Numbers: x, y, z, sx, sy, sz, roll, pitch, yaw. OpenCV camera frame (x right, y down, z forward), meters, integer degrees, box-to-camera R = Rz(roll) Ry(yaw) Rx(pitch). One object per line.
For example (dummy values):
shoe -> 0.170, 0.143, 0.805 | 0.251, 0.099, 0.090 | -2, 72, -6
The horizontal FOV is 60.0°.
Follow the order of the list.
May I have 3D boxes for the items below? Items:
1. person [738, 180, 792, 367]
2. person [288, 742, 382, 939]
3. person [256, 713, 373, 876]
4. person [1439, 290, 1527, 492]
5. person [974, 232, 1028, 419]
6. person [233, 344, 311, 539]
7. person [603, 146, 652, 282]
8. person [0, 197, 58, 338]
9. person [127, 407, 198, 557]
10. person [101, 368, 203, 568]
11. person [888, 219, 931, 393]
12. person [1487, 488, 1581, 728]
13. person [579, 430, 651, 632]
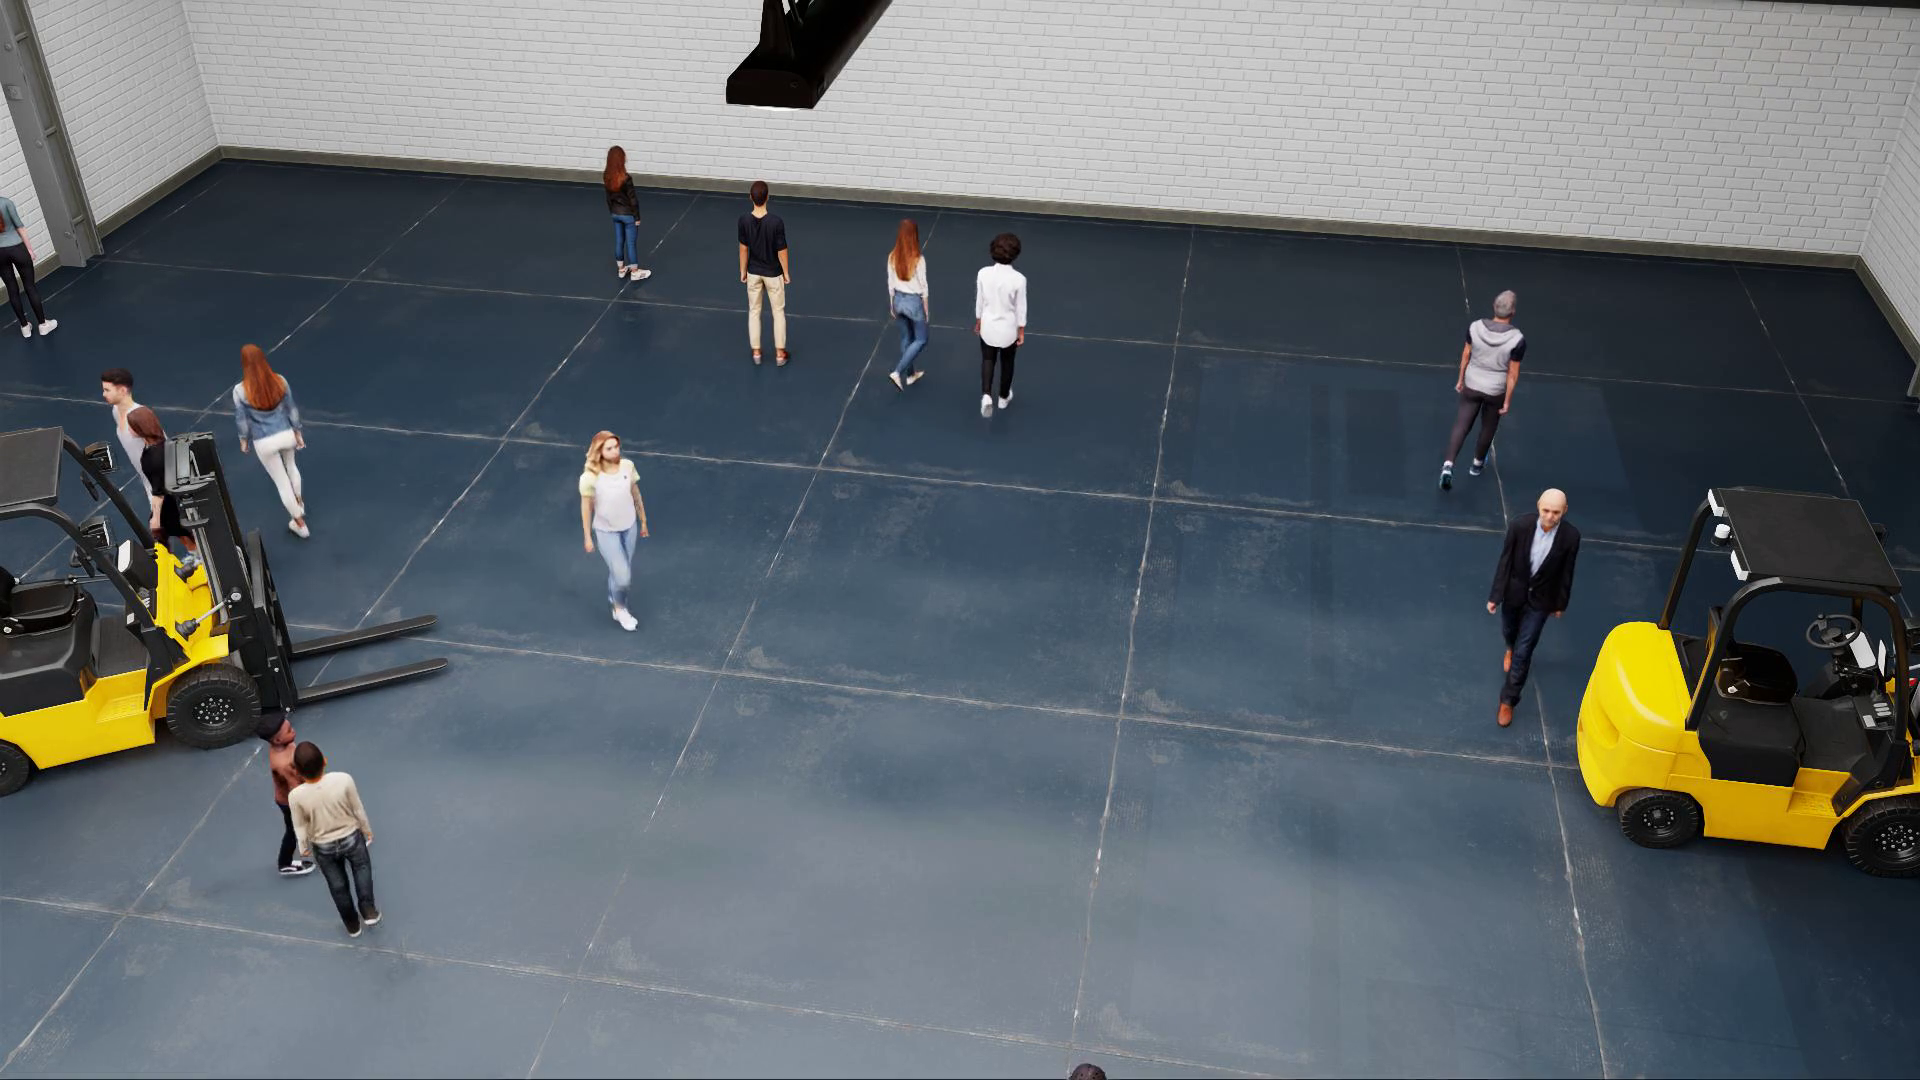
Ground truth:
person -> -1.894, -2.590, 16.173 | 0.630, 1.852, 0.545 | 5, 34, 7
person -> -3.687, 1.829, 9.881 | 0.681, 1.458, 0.730 | -17, 37, -24
person -> -4.209, 1.620, 10.400 | 0.793, 1.231, 0.829 | -10, 35, -14
person -> 4.429, -1.226, 14.170 | 0.985, 1.797, 1.244 | 20, 39, 27
person -> 0.347, -1.931, 15.233 | 0.659, 1.795, 0.942 | 7, 34, 10
person -> -5.558, -0.763, 13.580 | 0.925, 1.679, 0.893 | 29, 43, 36
person -> -3.628, -3.527, 17.916 | 0.625, 1.483, 0.613 | 19, 38, 26
person -> -9.539, -2.872, 16.695 | 0.657, 1.743, 0.650 | -6, 34, -9
person -> -5.965, -0.290, 12.868 | 0.938, 1.681, 0.878 | -23, 40, -30
person -> -6.256, -0.551, 13.126 | 0.855, 1.829, 0.885 | 24, 40, 31
person -> -0.516, -2.159, 15.649 | 0.779, 1.713, 0.952 | 20, 38, 27
person -> 4.039, 0.357, 11.807 | 0.916, 1.777, 1.269 | 16, 37, 22
person -> -2.653, -0.100, 12.552 | 0.834, 1.714, 0.753 | 28, 43, 36
